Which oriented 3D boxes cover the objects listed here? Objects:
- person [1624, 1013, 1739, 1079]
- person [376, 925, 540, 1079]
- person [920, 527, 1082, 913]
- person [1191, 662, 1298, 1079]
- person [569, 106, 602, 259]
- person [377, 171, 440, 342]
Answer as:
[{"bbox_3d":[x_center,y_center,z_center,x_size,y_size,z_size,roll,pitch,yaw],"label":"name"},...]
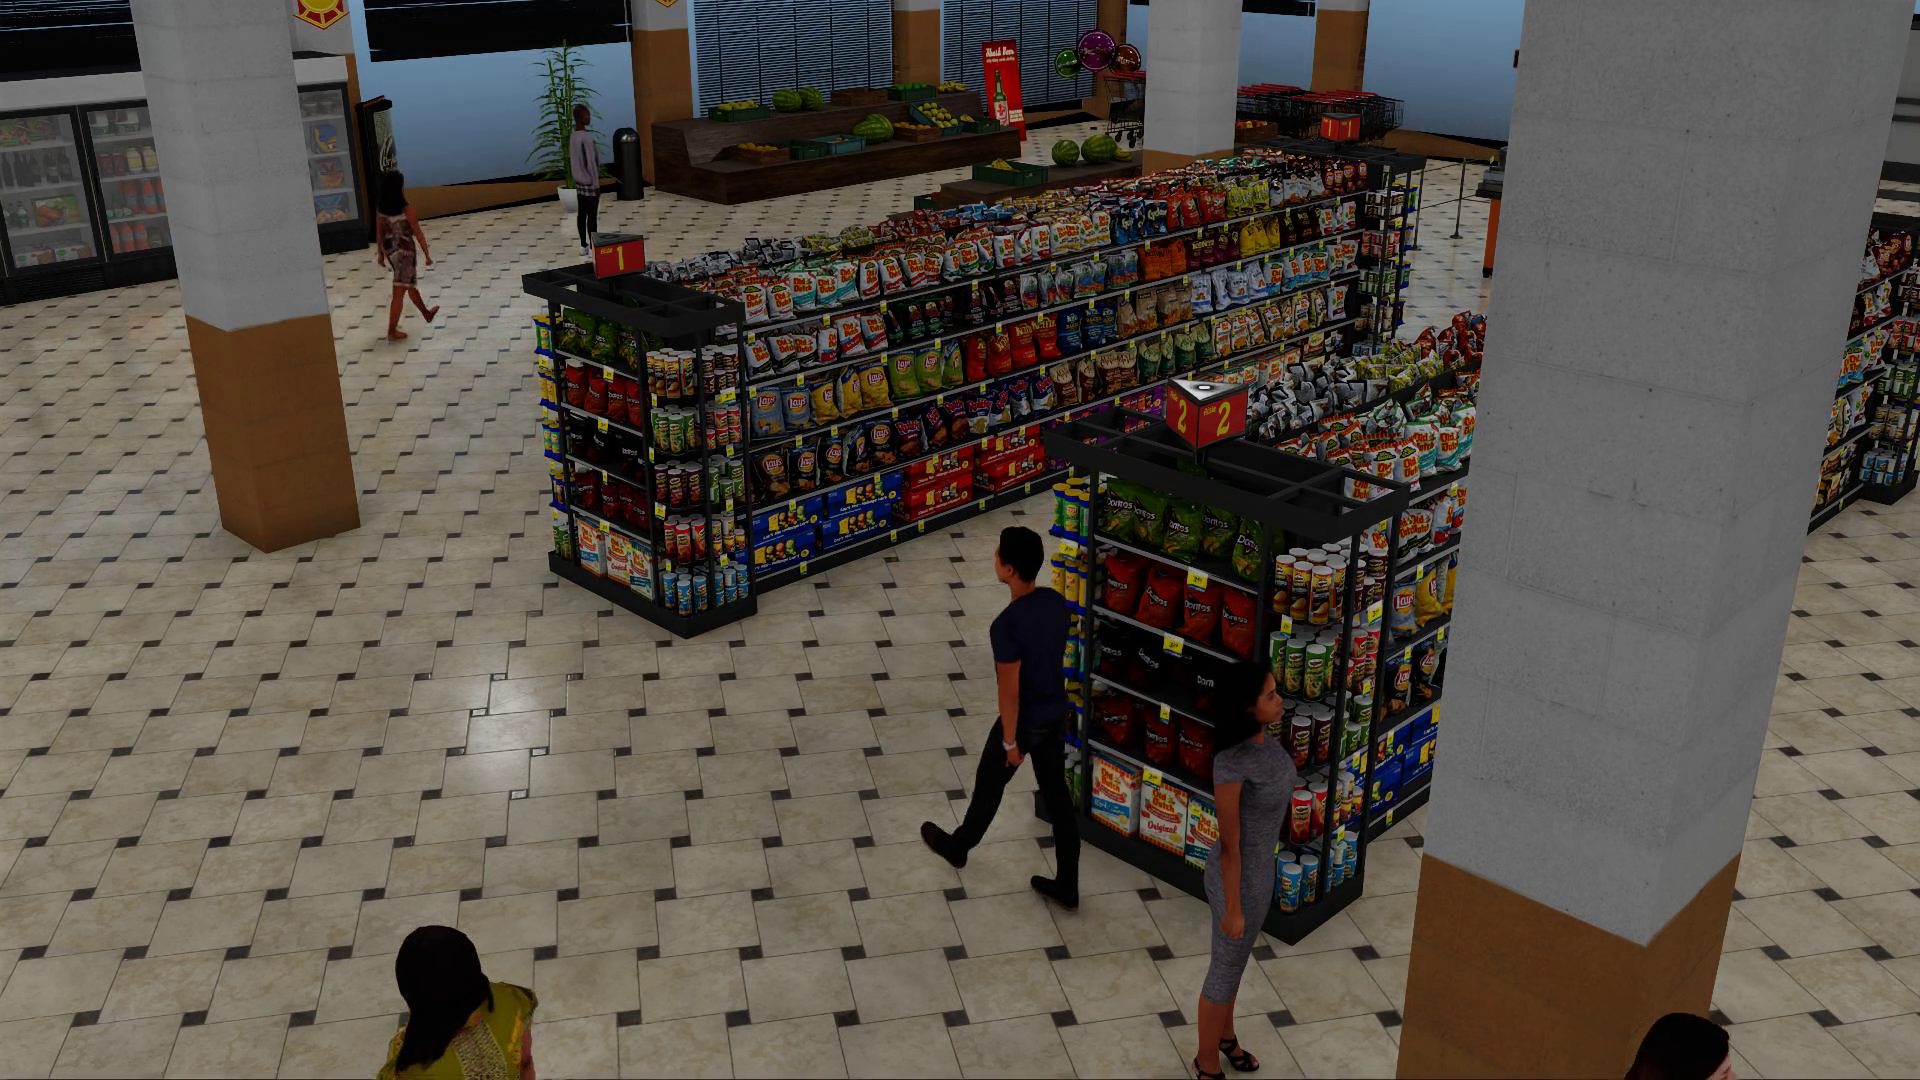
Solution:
[{"bbox_3d":[1.747,1.964,4.529,0.755,1.627,0.648,8,23,19],"label":"person"},{"bbox_3d":[-1.340,1.843,4.802,0.898,1.650,0.867,12,25,27],"label":"person"},{"bbox_3d":[0.382,0.817,7.219,0.723,1.751,0.979,19,29,39],"label":"person"},{"bbox_3d":[1.015,1.257,6.086,0.709,1.779,0.573,10,24,24],"label":"person"},{"bbox_3d":[-4.485,-4.285,19.887,0.553,1.773,0.626,-17,28,-37],"label":"person"},{"bbox_3d":[-5.530,-2.745,16.279,0.931,1.604,1.182,8,23,20],"label":"person"}]
